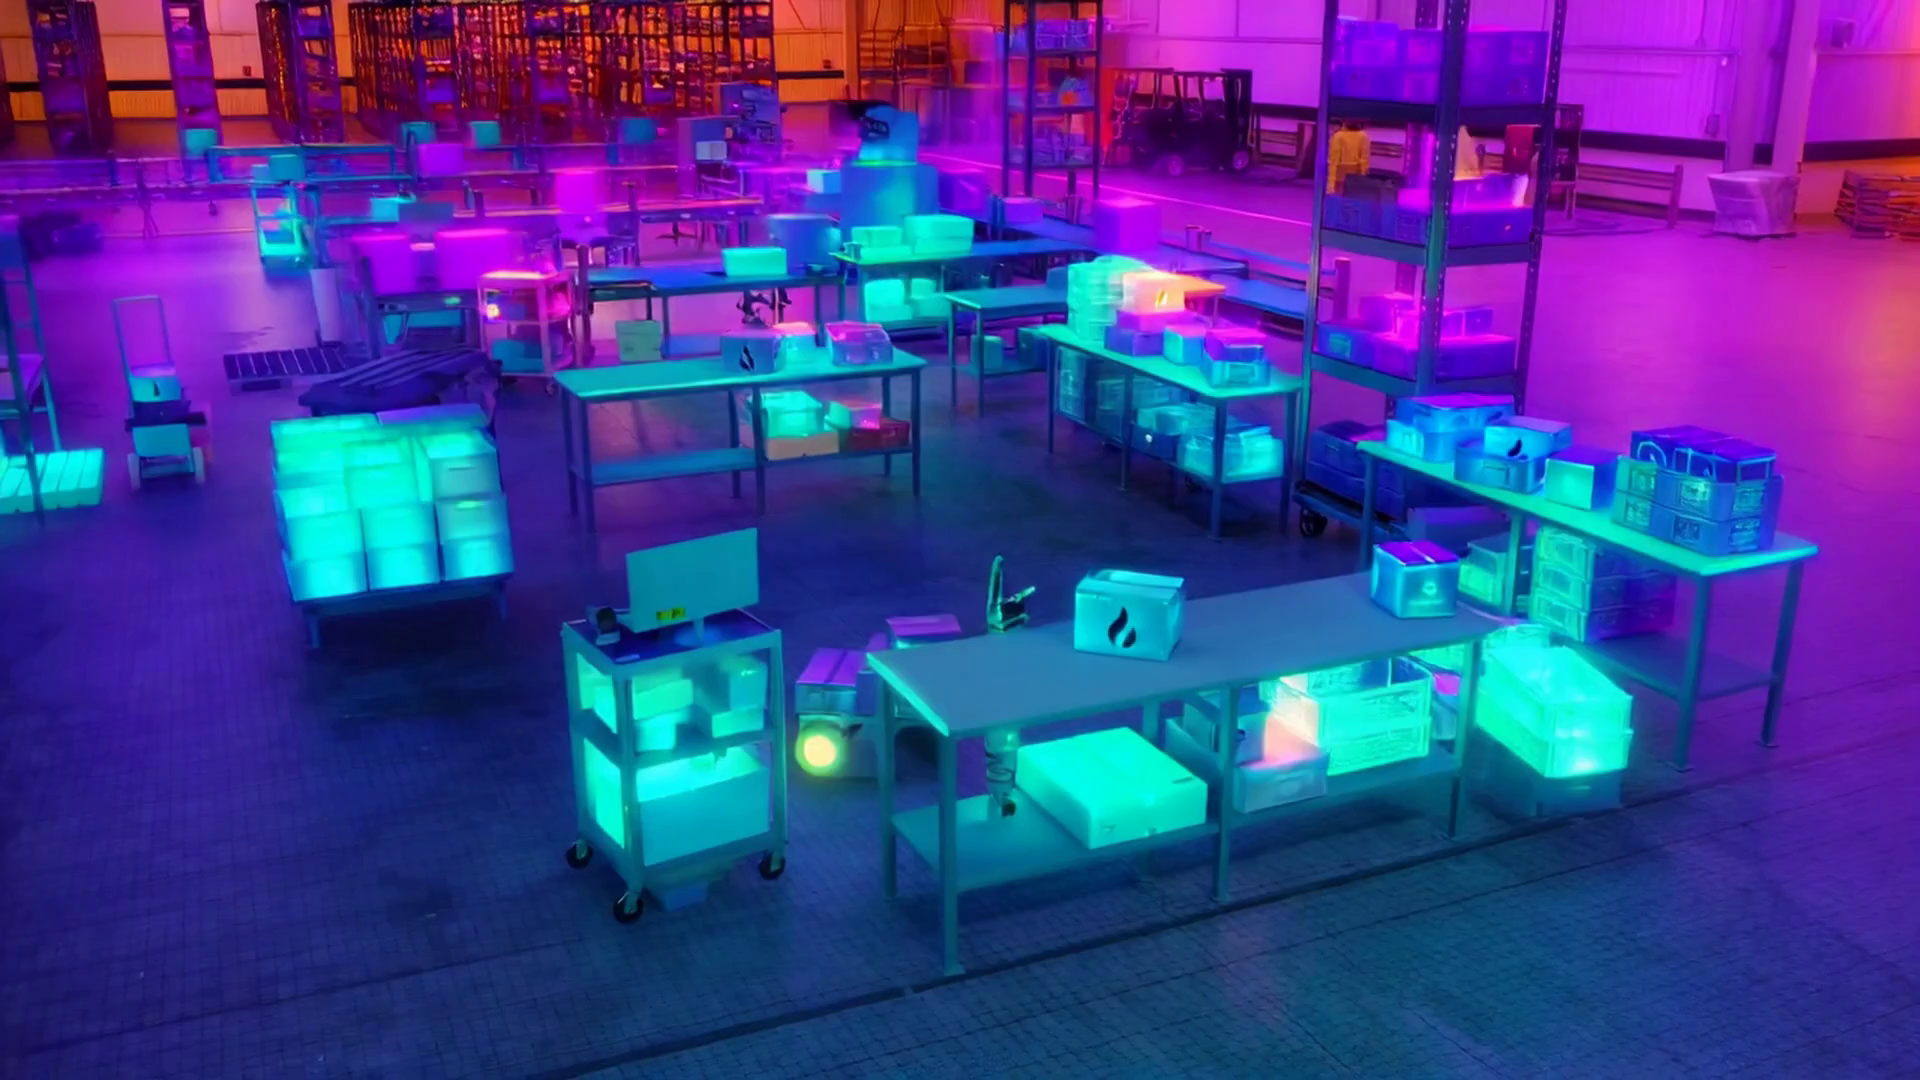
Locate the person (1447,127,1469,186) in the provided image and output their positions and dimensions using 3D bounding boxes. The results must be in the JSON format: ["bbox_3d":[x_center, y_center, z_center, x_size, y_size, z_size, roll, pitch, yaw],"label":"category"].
[{"bbox_3d":[7.907,-5.819,26.296,0.568,1.876,0.684,5,18,14],"label":"person"}]

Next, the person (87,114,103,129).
[{"bbox_3d":[-21.784,-10.668,41.659,0.586,1.827,0.562,-4,18,-14],"label":"person"}]

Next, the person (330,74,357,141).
[{"bbox_3d":[-16.699,-11.710,45.061,0.657,1.758,0.955,-6,19,-18],"label":"person"}]

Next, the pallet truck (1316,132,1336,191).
[{"bbox_3d":[7.723,-7.504,32.656,1.601,1.201,0.680,-8,19,-23],"label":"pallet truck"}]

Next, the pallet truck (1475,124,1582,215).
[{"bbox_3d":[9.707,-6.455,28.103,1.885,1.965,0.823,-7,19,-20],"label":"pallet truck"}]

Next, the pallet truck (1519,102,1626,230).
[{"bbox_3d":[9.972,-6.037,26.785,1.885,1.965,0.823,-9,20,-25],"label":"pallet truck"}]

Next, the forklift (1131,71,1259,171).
[{"bbox_3d":[4.998,-8.936,35.413,2.680,1.987,1.157,-9,20,-25],"label":"forklift"}]

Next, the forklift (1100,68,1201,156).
[{"bbox_3d":[4.082,-9.564,37.410,2.680,1.987,1.157,-8,19,-23],"label":"forklift"}]

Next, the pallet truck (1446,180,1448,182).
[{"bbox_3d":[9.184,-6.485,29.328,1.630,1.274,0.653,-8,19,-23],"label":"pallet truck"}]

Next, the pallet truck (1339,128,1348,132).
[{"bbox_3d":[7.845,-7.140,31.411,1.522,1.261,0.704,-9,20,-25],"label":"pallet truck"}]

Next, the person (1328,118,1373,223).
[{"bbox_3d":[5.743,-5.339,24.510,0.611,2.042,0.394,4,18,13],"label":"person"}]
